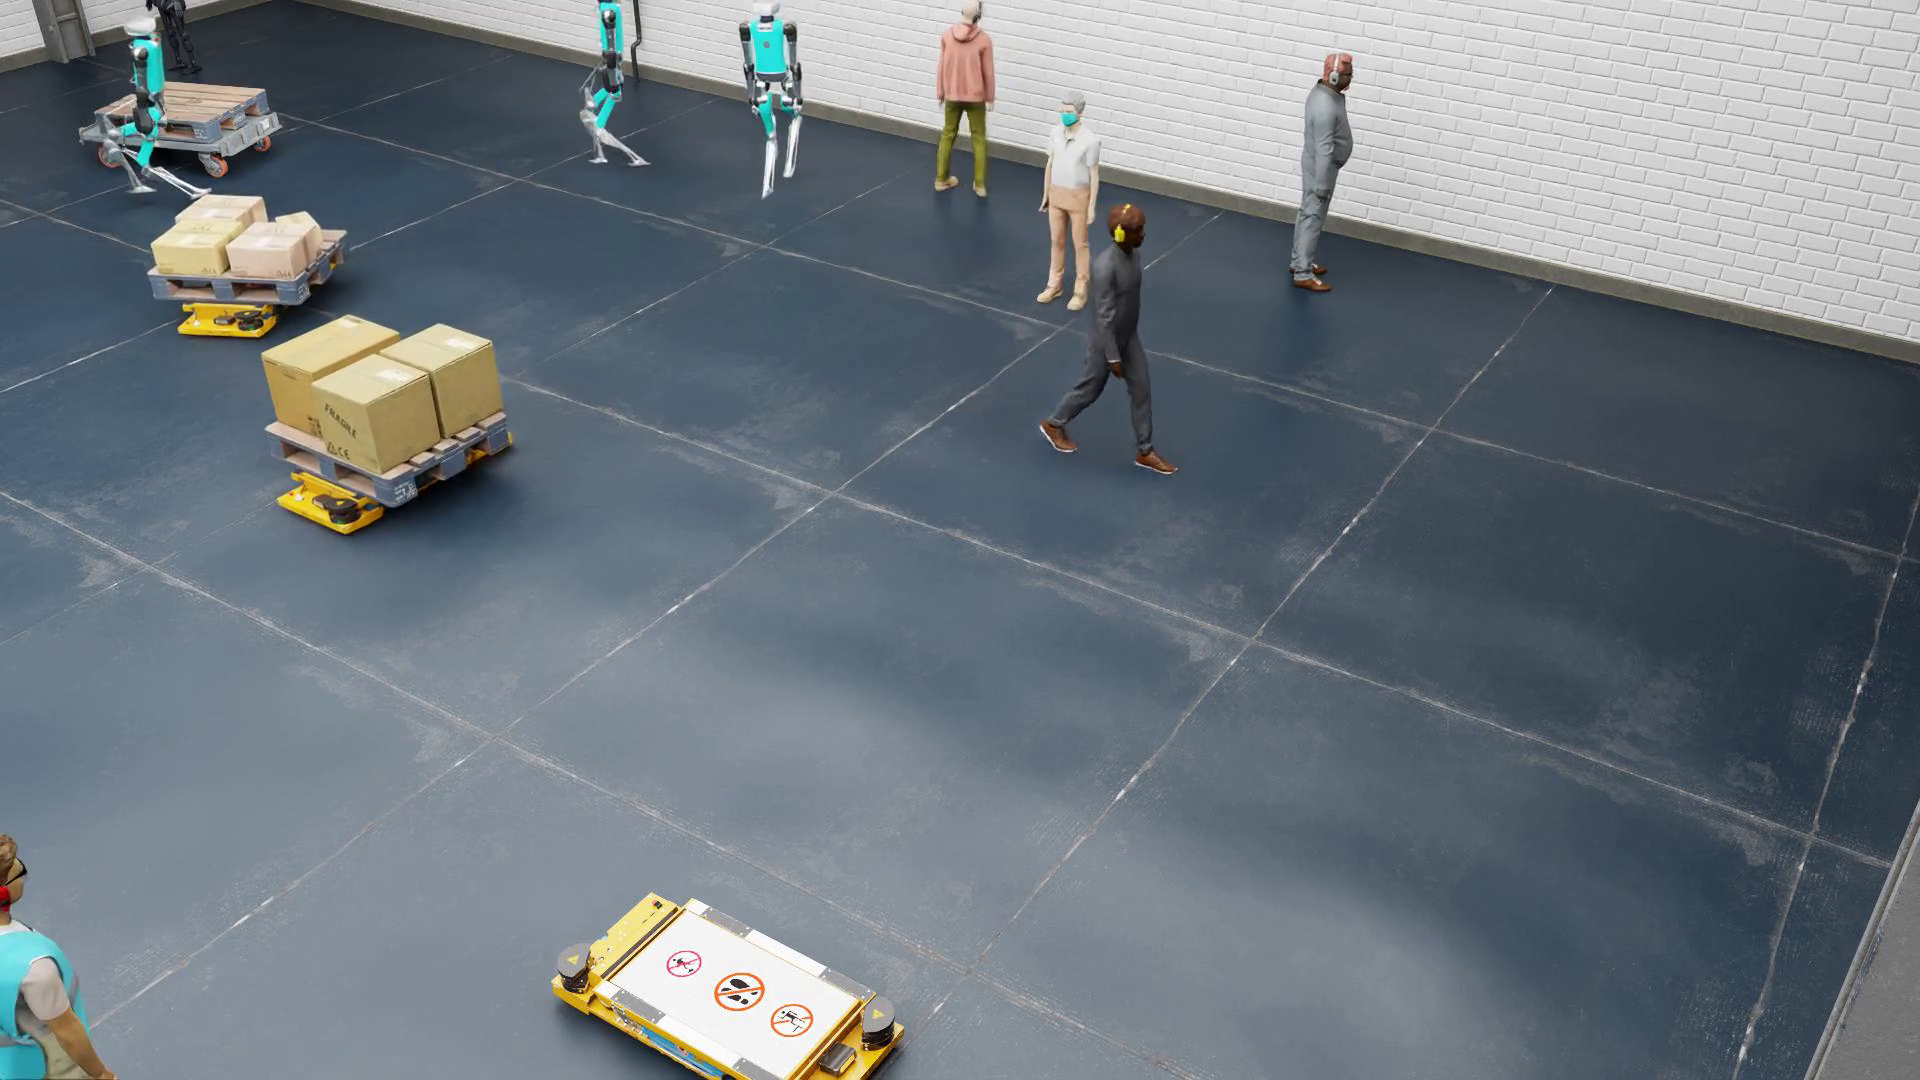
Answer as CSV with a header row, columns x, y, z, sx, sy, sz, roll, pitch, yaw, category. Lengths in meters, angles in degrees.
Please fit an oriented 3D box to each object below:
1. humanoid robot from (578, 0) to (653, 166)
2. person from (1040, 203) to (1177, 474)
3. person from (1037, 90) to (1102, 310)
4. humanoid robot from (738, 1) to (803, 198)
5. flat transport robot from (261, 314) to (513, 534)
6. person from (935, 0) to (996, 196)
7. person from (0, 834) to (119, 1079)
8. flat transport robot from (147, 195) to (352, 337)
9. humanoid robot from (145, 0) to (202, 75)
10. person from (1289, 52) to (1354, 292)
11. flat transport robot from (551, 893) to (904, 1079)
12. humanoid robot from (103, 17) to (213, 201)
x,y,z,sx,sy,sz,roll,pitch,yaw,category
-3.401,-4.351,15.683,0.843,1.791,0.584,-3,33,-5,humanoid robot
0.983,-1.331,10.885,0.956,1.831,0.496,23,39,31,person
0.856,-2.664,13.034,0.487,1.747,0.316,19,37,27,person
-1.666,-4.094,15.290,0.545,1.801,0.837,4,33,7,humanoid robot
-3.736,-0.508,11.047,0.659,0.231,1.431,19,38,27,flat transport robot
0.050,-4.010,15.071,0.550,1.821,0.393,10,34,15,person
-3.293,1.828,5.956,0.568,1.840,0.373,16,36,23,person
-5.647,-2.018,13.396,0.659,0.231,1.431,3,33,5,flat transport robot
-8.704,-5.961,18.214,0.599,1.659,0.315,19,37,27,humanoid robot
2.923,-2.960,13.349,0.404,1.906,0.648,4,33,6,person
-1.012,1.990,7.159,1.431,0.231,0.659,19,37,27,flat transport robot
-7.309,-3.752,14.738,1.035,1.722,0.562,-3,33,-4,humanoid robot
